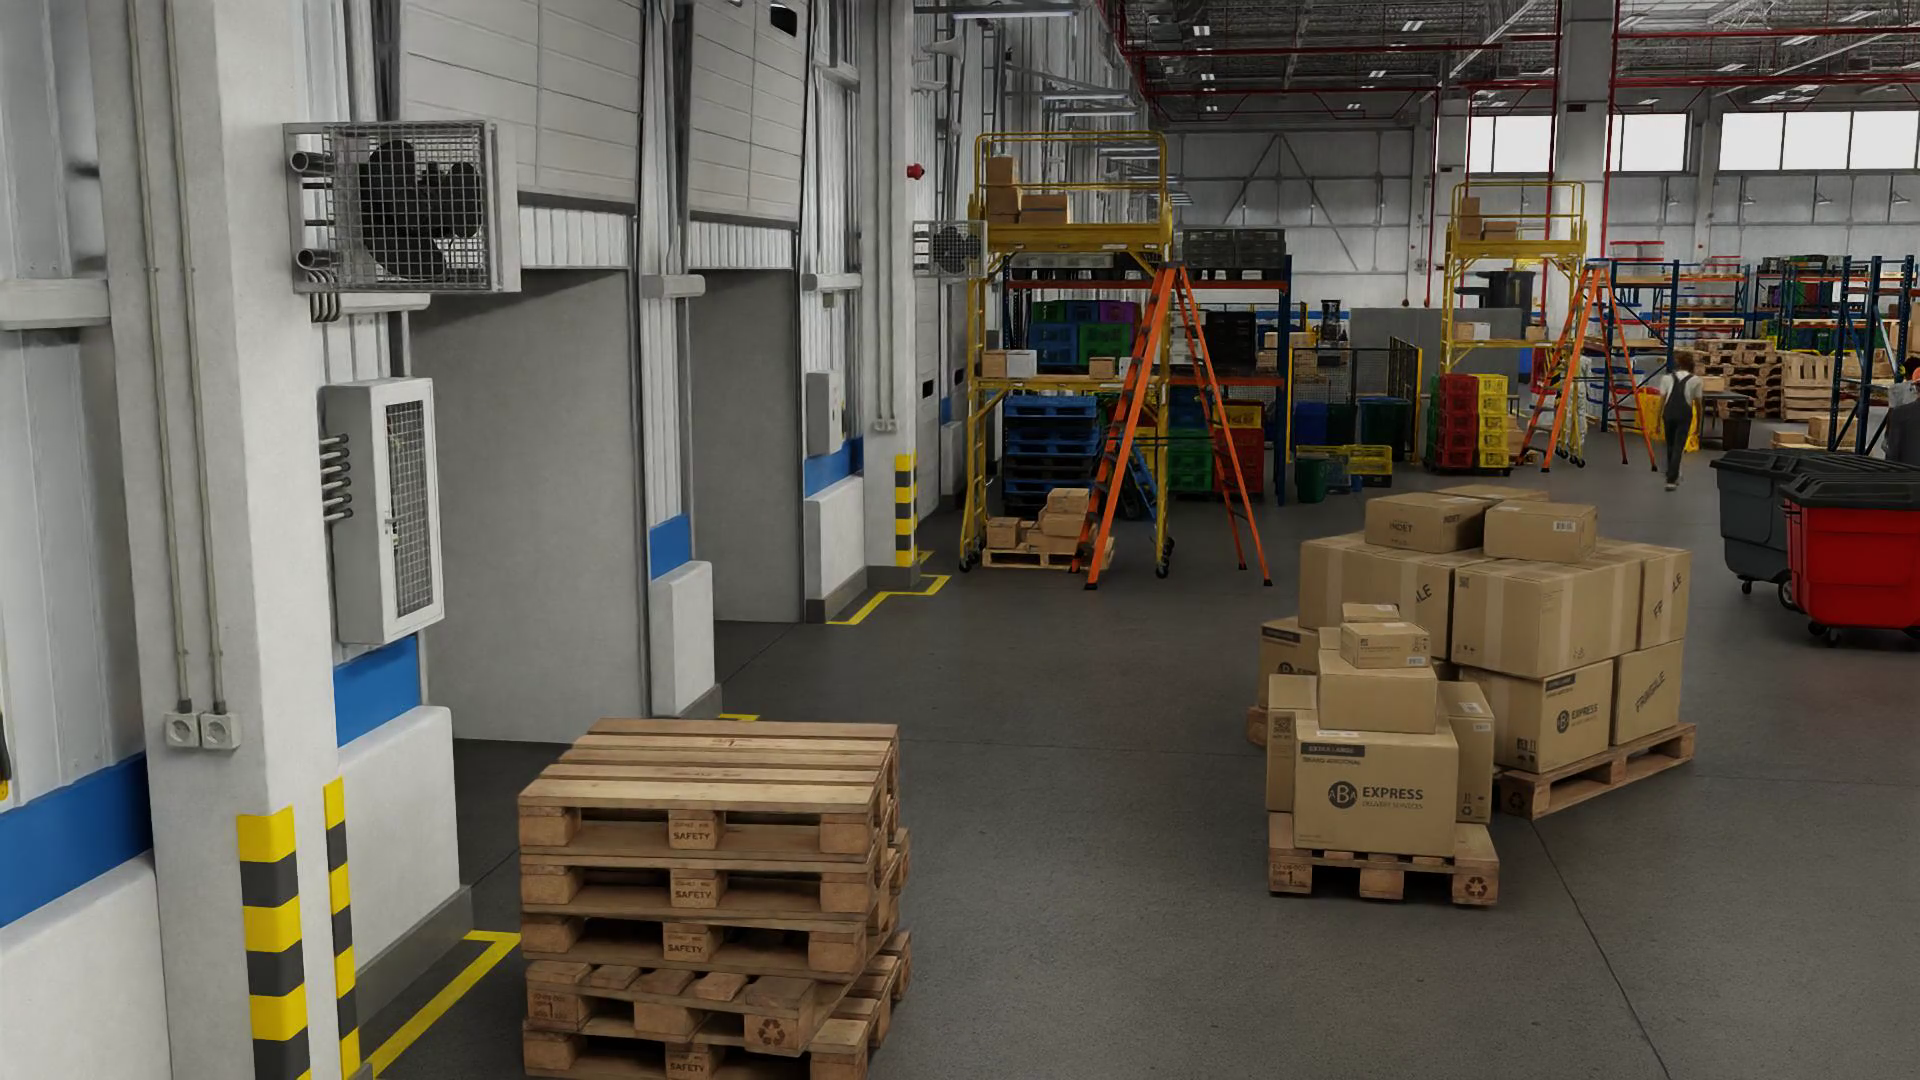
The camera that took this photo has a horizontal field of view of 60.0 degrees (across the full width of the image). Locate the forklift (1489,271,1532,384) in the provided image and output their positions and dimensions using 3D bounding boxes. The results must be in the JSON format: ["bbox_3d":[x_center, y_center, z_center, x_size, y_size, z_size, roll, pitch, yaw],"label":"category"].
[{"bbox_3d":[13.422,-5.322,41.591,1.873,2.768,1.129,1,9,9],"label":"forklift"}]

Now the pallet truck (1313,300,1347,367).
[{"bbox_3d":[11.159,-6.200,49.718,0.823,1.965,1.885,4,10,26],"label":"pallet truck"}]

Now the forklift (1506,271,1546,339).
[{"bbox_3d":[15.275,-5.963,45.544,1.873,2.768,1.129,-3,10,-17],"label":"forklift"}]

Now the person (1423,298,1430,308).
[{"bbox_3d":[15.647,-7.170,55.884,0.547,1.938,0.377,2,9,11],"label":"person"}]

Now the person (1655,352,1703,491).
[{"bbox_3d":[9.374,-1.545,21.659,0.516,1.784,0.986,7,11,36],"label":"person"}]

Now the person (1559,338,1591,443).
[{"bbox_3d":[10.146,-2.466,27.469,0.487,1.744,0.312,2,9,11],"label":"person"}]

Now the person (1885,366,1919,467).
[{"bbox_3d":[8.784,-0.606,15.236,0.612,1.991,0.391,2,9,11],"label":"person"}]

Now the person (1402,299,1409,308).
[{"bbox_3d":[14.291,-6.776,53.464,0.629,1.937,0.377,2,9,11],"label":"person"}]

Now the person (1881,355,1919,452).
[{"bbox_3d":[10.937,-1.192,19.226,0.517,1.873,0.334,2,9,11],"label":"person"}]
